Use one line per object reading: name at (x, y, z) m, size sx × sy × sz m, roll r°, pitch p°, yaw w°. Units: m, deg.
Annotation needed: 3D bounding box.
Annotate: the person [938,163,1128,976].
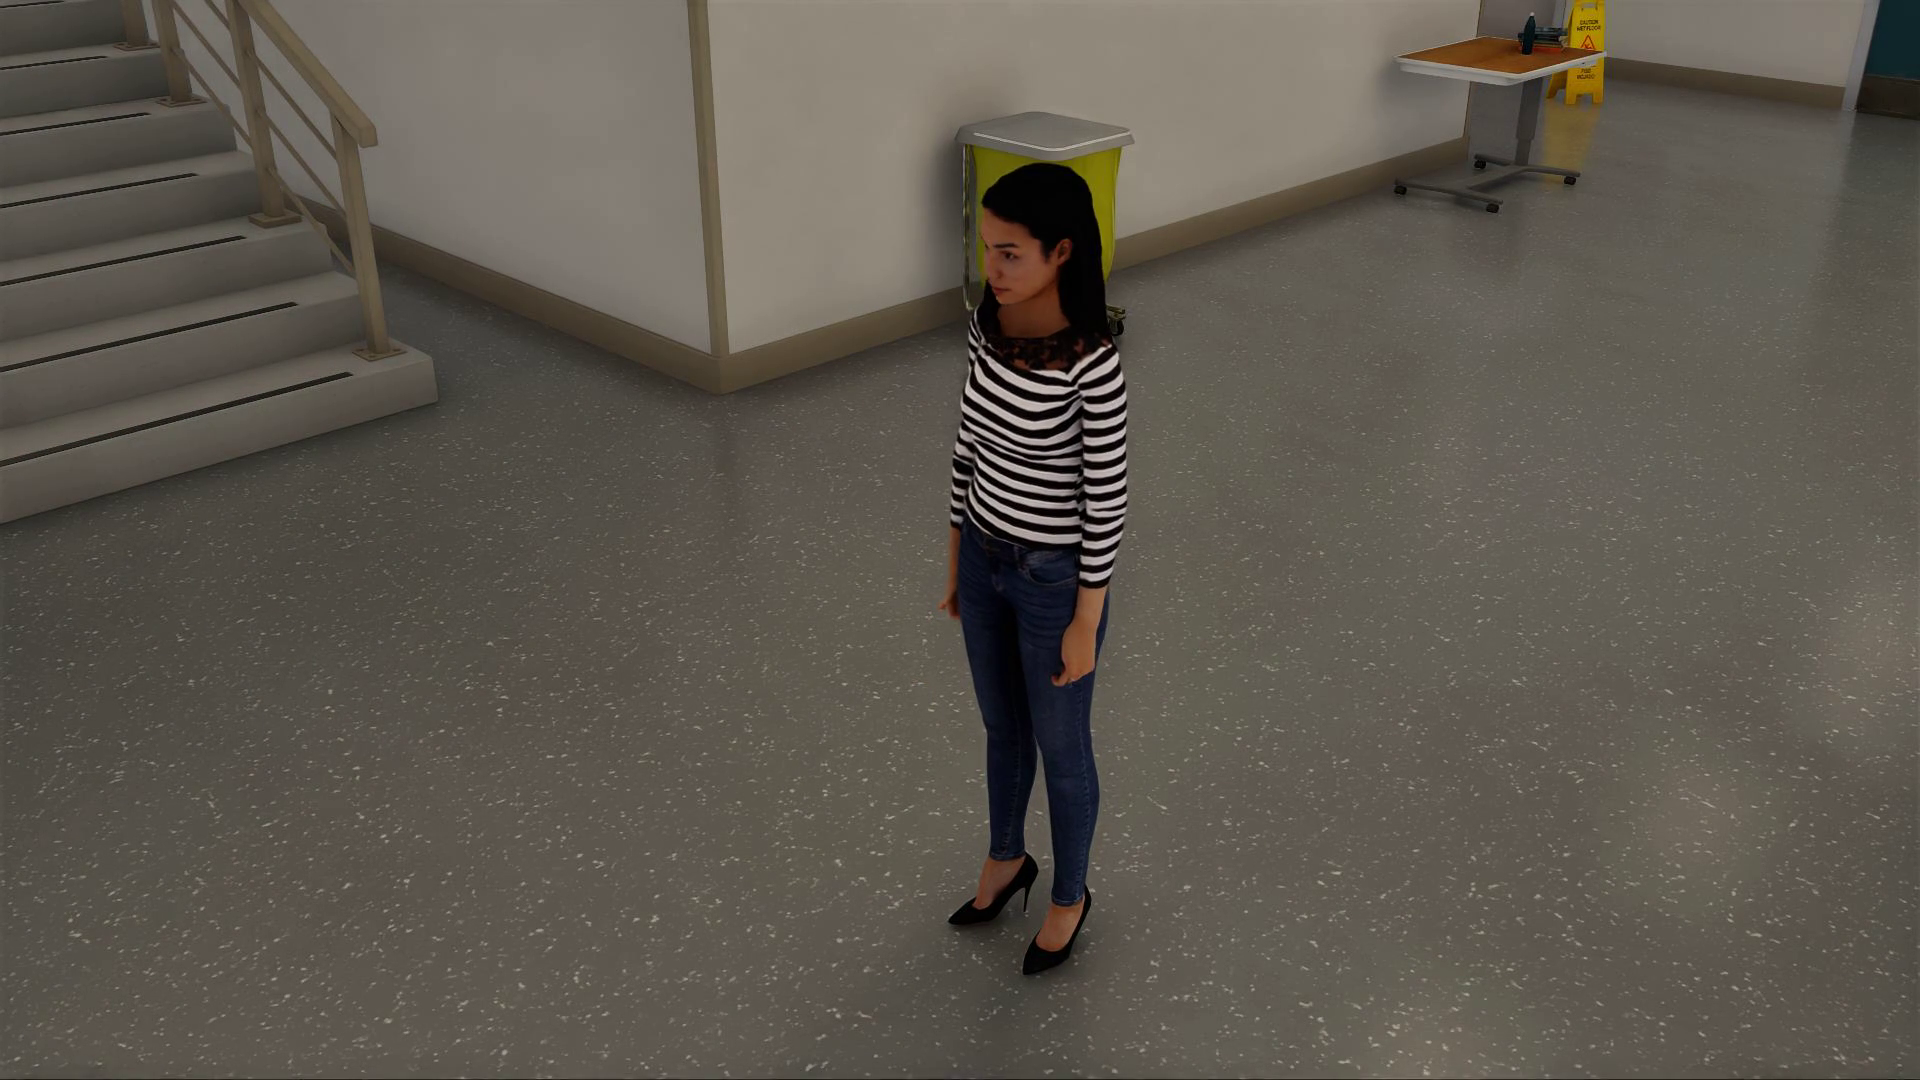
person at (0.154, 0.108, 3.447) m, size 0.665 × 1.796 × 0.454 m, roll -20°, pitch 32°, yaw -35°
